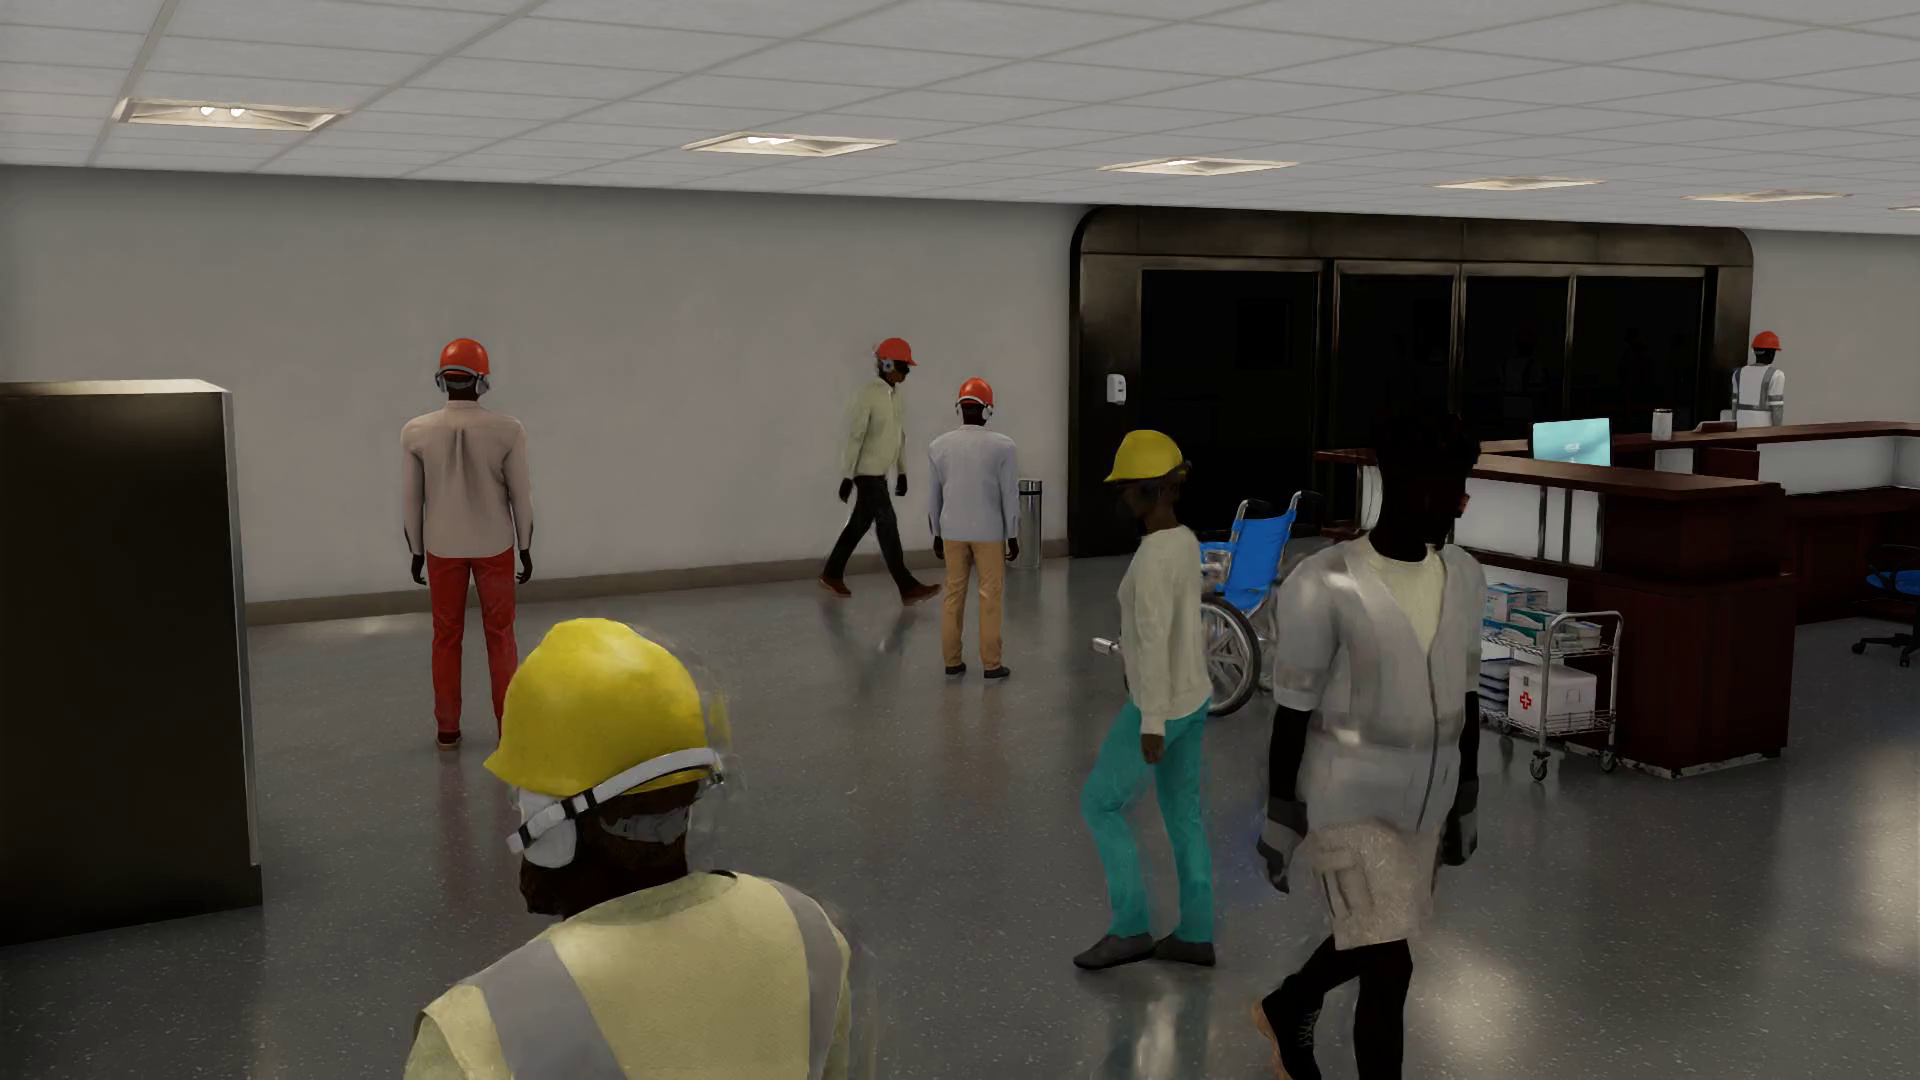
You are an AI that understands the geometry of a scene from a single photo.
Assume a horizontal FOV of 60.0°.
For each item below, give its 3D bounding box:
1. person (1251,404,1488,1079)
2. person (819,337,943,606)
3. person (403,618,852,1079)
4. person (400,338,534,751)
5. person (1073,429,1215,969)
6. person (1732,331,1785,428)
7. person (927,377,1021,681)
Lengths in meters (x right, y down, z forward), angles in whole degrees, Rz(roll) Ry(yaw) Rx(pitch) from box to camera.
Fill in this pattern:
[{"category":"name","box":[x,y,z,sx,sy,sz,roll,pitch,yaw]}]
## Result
[{"category":"person","box":[0.998,0.609,4.135,0.620,1.923,0.957,-4,9,-27]},{"category":"person","box":[-0.636,-0.497,12.080,1.054,1.933,0.660,3,8,22]},{"category":"person","box":[-0.412,0.980,1.916,0.927,1.786,0.602,5,9,33]},{"category":"person","box":[-2.366,0.028,8.040,0.612,1.995,0.382,-1,8,-9]},{"category":"person","box":[0.589,0.525,5.345,0.565,1.749,0.529,3,9,22]},{"category":"person","box":[7.796,-1.069,16.241,0.393,1.929,0.546,-4,9,-27]},{"category":"person","box":[0.091,-0.063,9.600,0.564,1.743,0.352,3,9,24]}]
